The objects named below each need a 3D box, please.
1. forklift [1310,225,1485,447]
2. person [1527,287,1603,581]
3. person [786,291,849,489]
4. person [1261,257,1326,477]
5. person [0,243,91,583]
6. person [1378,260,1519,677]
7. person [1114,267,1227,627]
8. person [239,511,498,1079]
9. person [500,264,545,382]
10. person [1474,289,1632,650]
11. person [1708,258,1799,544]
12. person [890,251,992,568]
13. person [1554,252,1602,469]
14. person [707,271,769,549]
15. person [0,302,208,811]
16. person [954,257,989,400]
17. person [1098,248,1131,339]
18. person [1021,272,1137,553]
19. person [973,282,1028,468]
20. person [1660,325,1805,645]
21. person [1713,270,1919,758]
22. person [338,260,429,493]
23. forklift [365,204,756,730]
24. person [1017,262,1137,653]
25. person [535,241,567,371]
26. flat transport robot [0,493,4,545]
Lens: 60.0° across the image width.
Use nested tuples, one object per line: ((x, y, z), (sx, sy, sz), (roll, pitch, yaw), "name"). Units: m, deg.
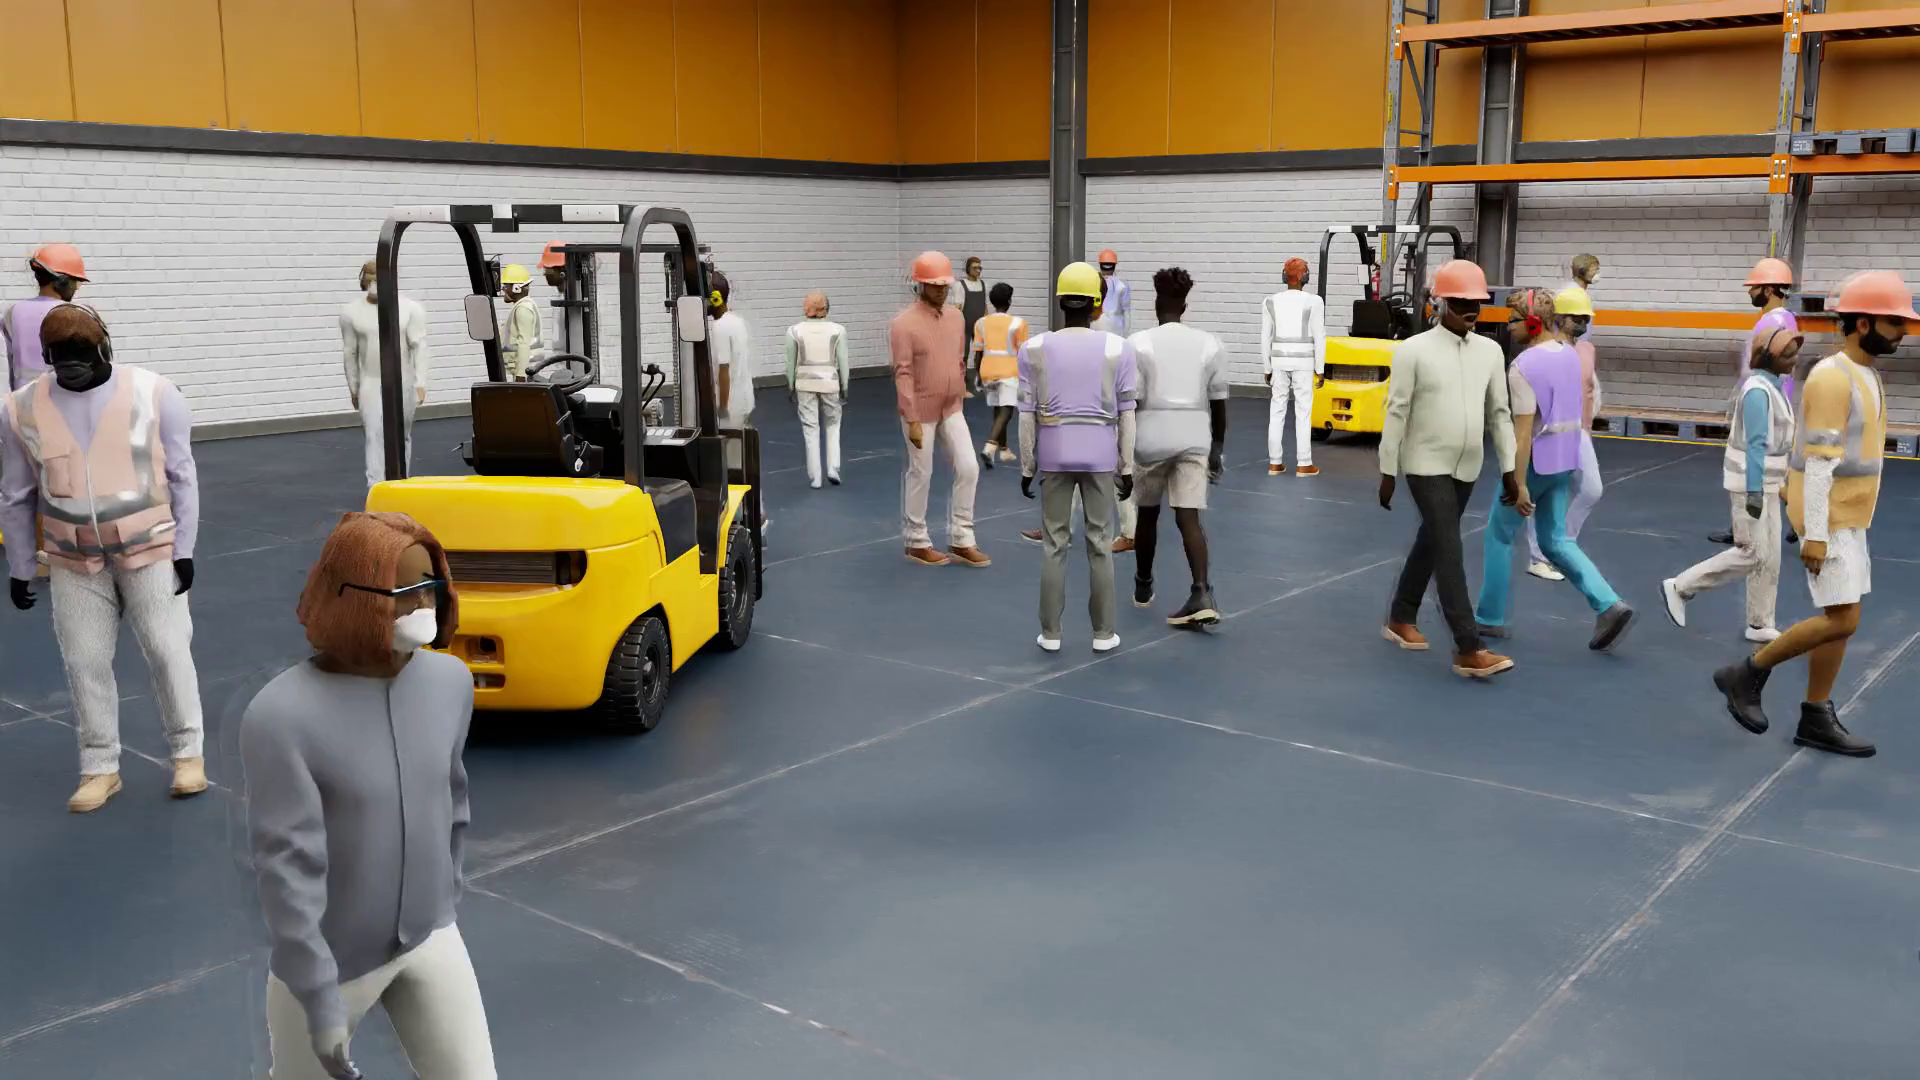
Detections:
((4.449, -2.115, 16.993), (1.214, 2.155, 2.313), (8, 13, 38), "forklift")
((3.608, -0.616, 9.886), (0.547, 1.751, 0.448), (-5, 11, -26), "person")
((-1.175, -1.233, 13.702), (0.518, 1.622, 0.494), (-1, 10, -7), "person")
((2.884, -1.487, 14.375), (0.575, 1.884, 0.355), (6, 12, 31), "person")
((-5.371, -0.746, 9.912), (0.674, 2.010, 0.491), (3, 11, 14), "person")
((2.356, -0.355, 7.949), (0.641, 1.939, 1.017), (-4, 11, -23), "person")
((1.131, -0.501, 8.901), (0.665, 1.902, 0.976), (-1, 10, -7), "person")
((-1.044, 0.729, 2.952), (0.877, 1.579, 0.500), (7, 12, 34), "person")
((-3.887, -1.525, 14.763), (0.403, 1.826, 0.596), (-2, 11, -13), "person")
((2.922, -0.344, 8.277), (0.575, 1.797, 0.868), (-8, 13, -38), "person")
((5.349, -0.882, 10.926), (0.622, 1.921, 0.550), (8, 13, 38), "person")
((-0.112, -0.773, 10.200), (0.634, 1.958, 0.748), (-10, 14, -43), "person")
((5.529, -1.571, 14.728), (0.625, 1.919, 0.661), (4, 11, 20), "person")
((-1.499, -0.812, 10.750), (0.449, 1.841, 0.666), (0, 10, 2), "person")
((-3.068, 0.063, 5.966), (0.657, 1.823, 0.446), (-2, 10, -12), "person")
((0.212, -2.668, 21.110), (0.539, 1.809, 0.885), (-5, 11, -26), "person")
((1.725, -2.439, 19.509), (0.551, 1.932, 0.378), (1, 10, 4), "person")
((0.791, -0.813, 10.796), (0.882, 1.827, 0.547), (0, 10, -1), "person")
((0.351, -1.486, 14.974), (0.528, 1.667, 0.837), (5, 12, 27), "person")
((3.928, -0.271, 8.344), (0.567, 1.618, 0.525), (7, 13, 36), "person")
((3.409, -0.093, 6.548), (0.542, 1.919, 0.563), (10, 14, 44), "person")
((-4.307, -1.140, 12.477), (0.633, 1.874, 1.049), (-3, 11, -16), "person")
((-1.766, -0.406, 7.525), (1.214, 2.155, 2.313), (1, 10, 7), "forklift")
((0.571, -0.393, 8.189), (0.585, 1.928, 0.365), (1, 10, 5), "person")
((-2.928, -1.256, 12.695), (0.557, 2.028, 0.624), (-4, 11, -23), "person")
((-6.572, -0.171, 11.553), (0.652, 0.197, 1.431), (-10, 14, -43), "flat transport robot")
